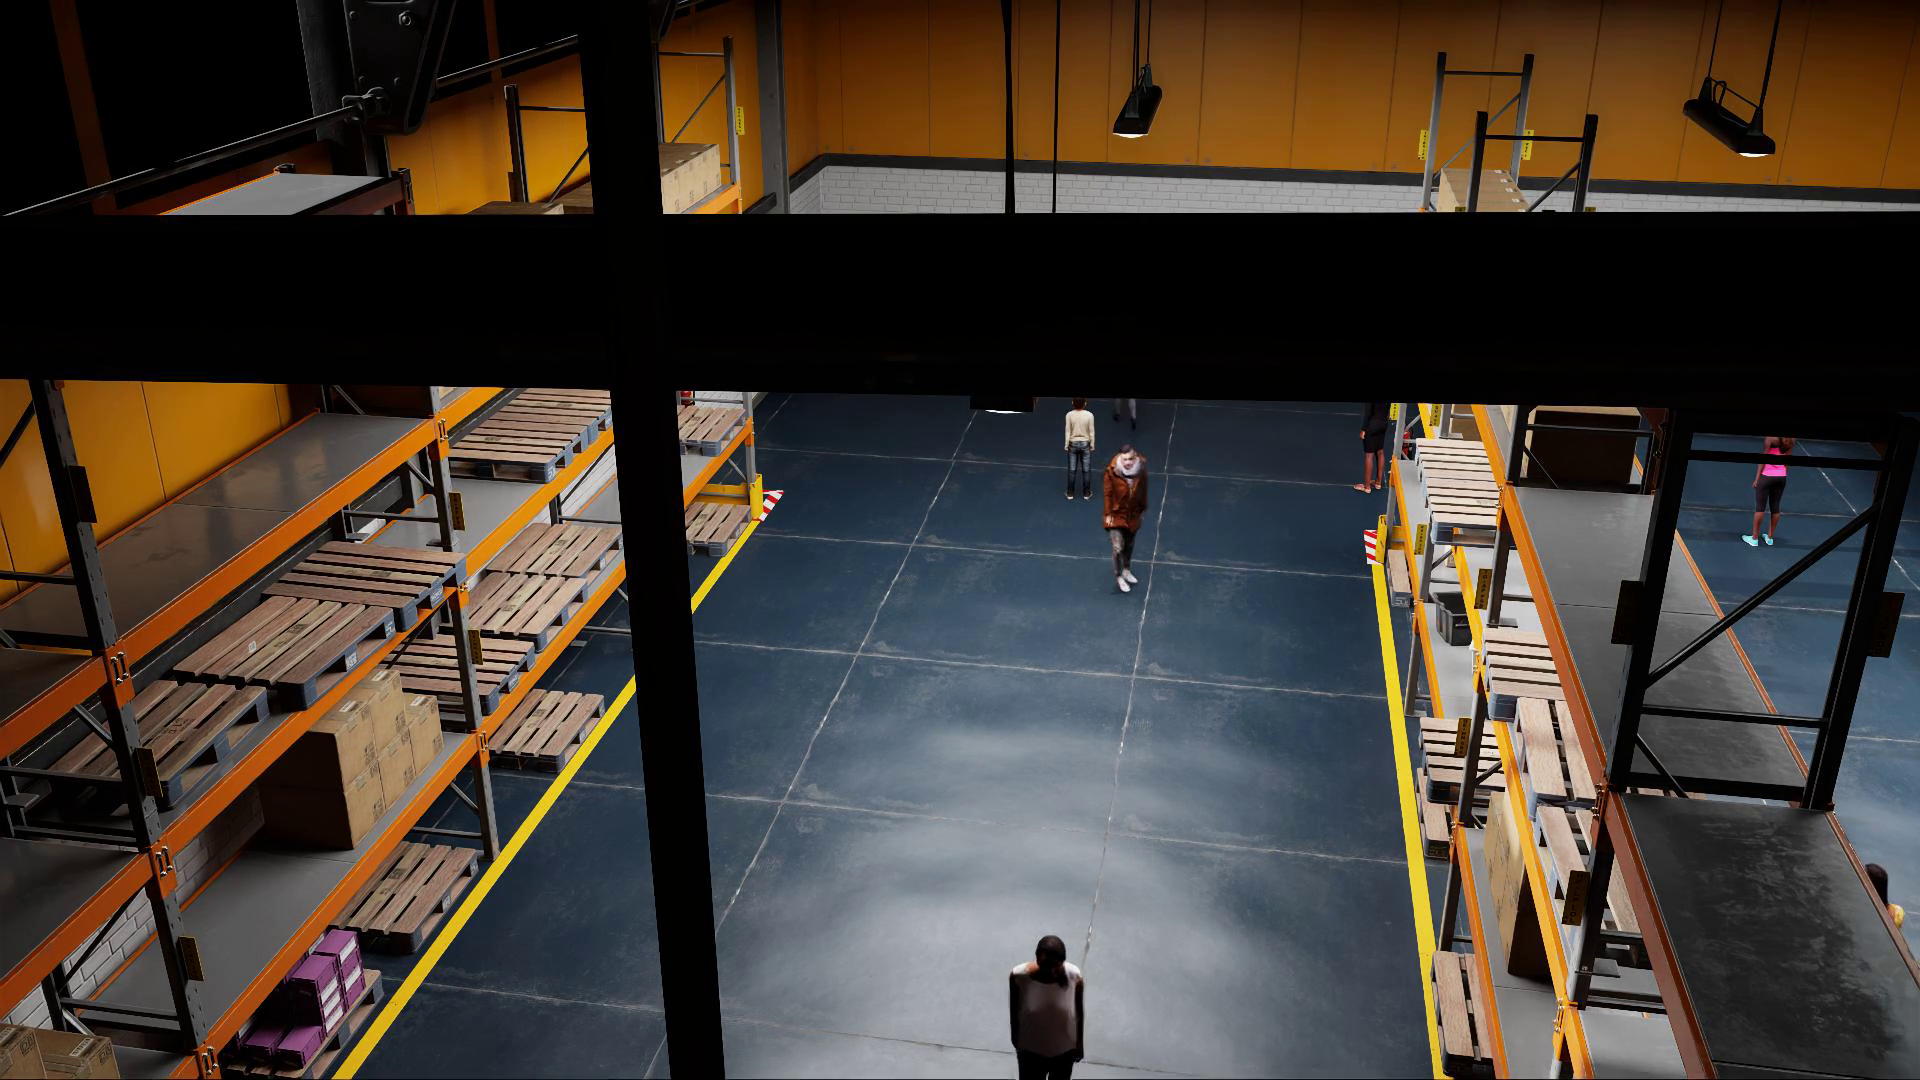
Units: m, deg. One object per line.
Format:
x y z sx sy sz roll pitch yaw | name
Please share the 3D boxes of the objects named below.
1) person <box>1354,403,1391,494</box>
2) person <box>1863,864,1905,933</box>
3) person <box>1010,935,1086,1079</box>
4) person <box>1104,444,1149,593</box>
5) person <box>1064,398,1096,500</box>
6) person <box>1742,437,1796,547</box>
5.534 -1.484 22.183 0.670 1.721 0.727 -15 28 -31 | person
6.372 3.099 11.832 0.702 1.612 1.003 4 24 10 | person
0.595 3.331 11.226 0.719 1.674 0.700 -2 24 -5 | person
1.858 -0.289 19.334 0.886 1.813 0.932 -12 26 -26 | person
1.574 -1.244 21.953 0.570 1.465 0.527 2 24 4 | person
10.015 -0.753 20.507 0.609 1.723 0.628 -2 24 -5 | person
